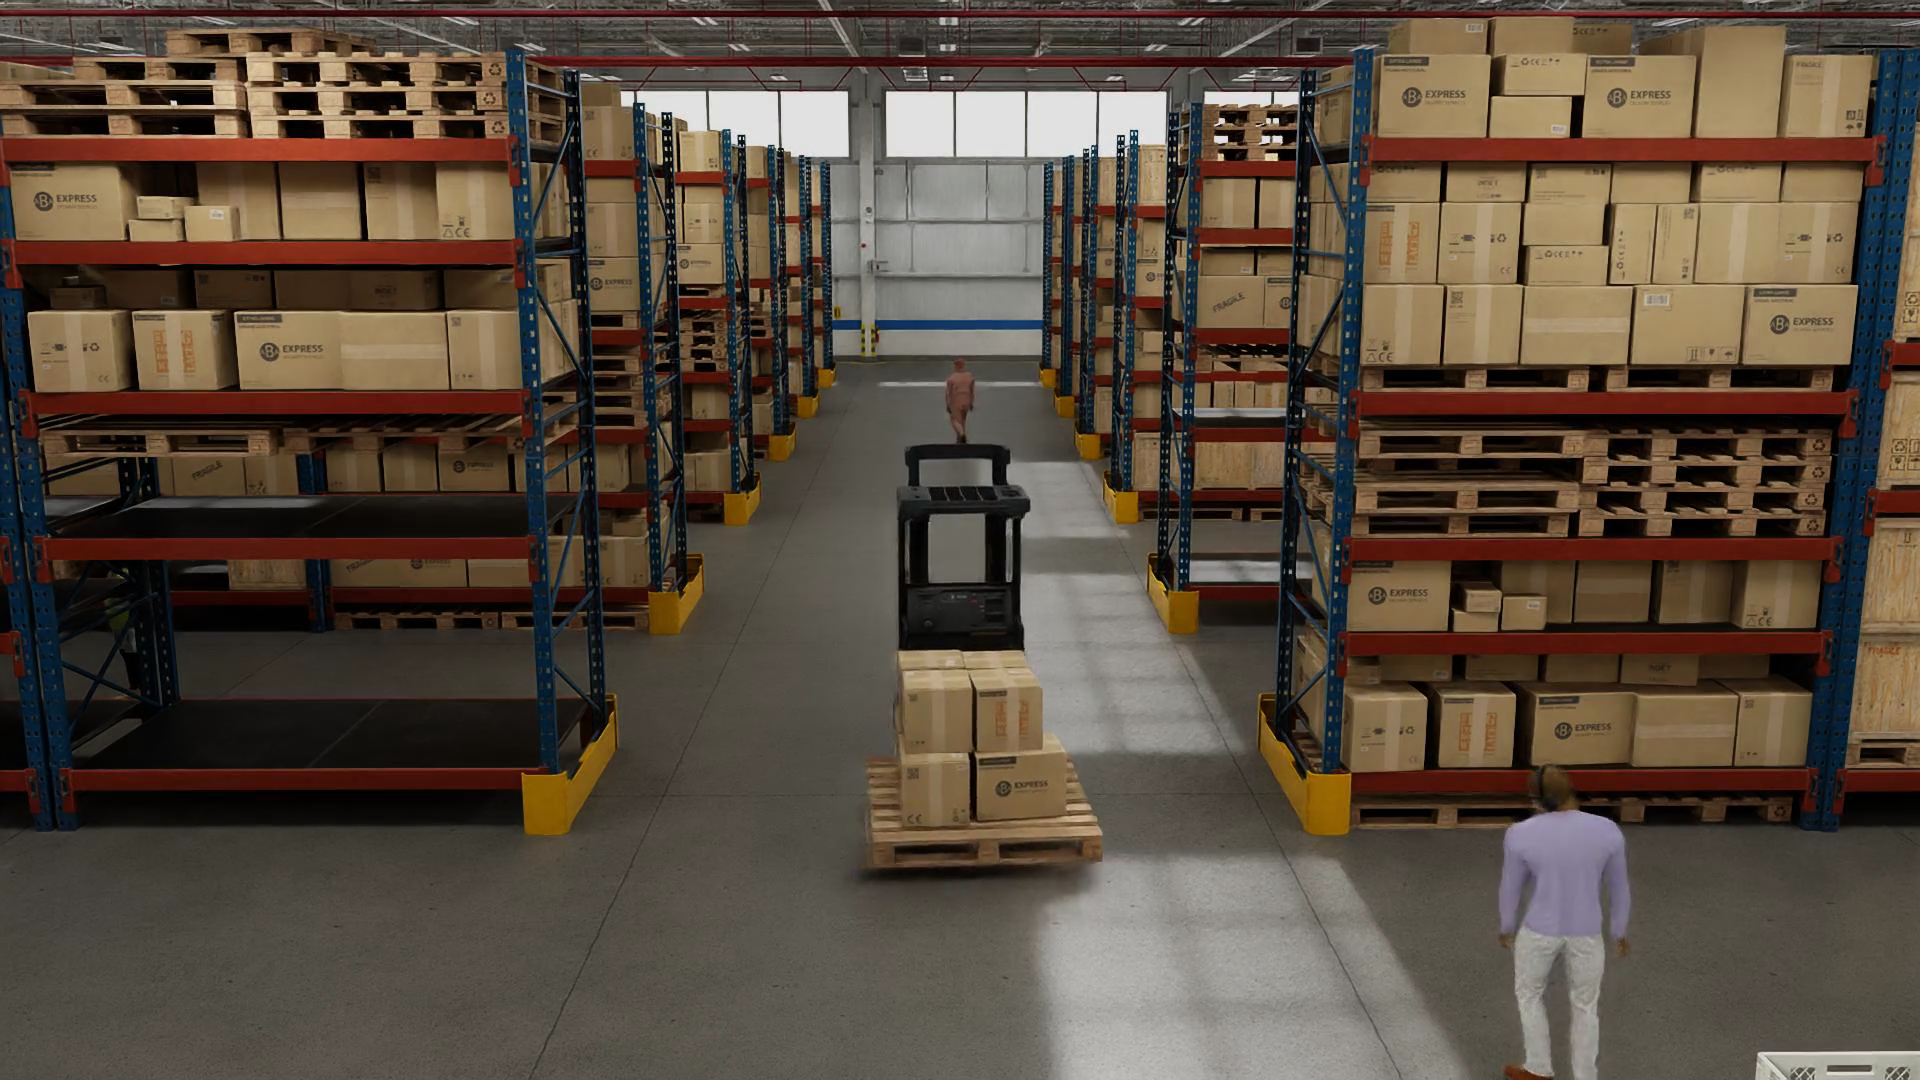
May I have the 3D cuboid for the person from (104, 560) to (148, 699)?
[{"bbox_3d":[-8.292,0.835,16.504,0.320,1.695,0.538,-10,15,-41],"label":"person"}]

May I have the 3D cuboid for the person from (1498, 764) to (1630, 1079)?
[{"bbox_3d":[3.360,2.198,9.265,0.703,1.902,0.411,2,12,11],"label":"person"}]

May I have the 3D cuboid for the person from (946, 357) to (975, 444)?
[{"bbox_3d":[0.014,-2.791,34.008,0.650,1.888,0.664,-6,13,-26],"label":"person"}]

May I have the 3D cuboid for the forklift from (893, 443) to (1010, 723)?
[{"bbox_3d":[-0.031,0.526,15.093,1.129,2.768,1.873,-1,11,-5],"label":"forklift"}]
